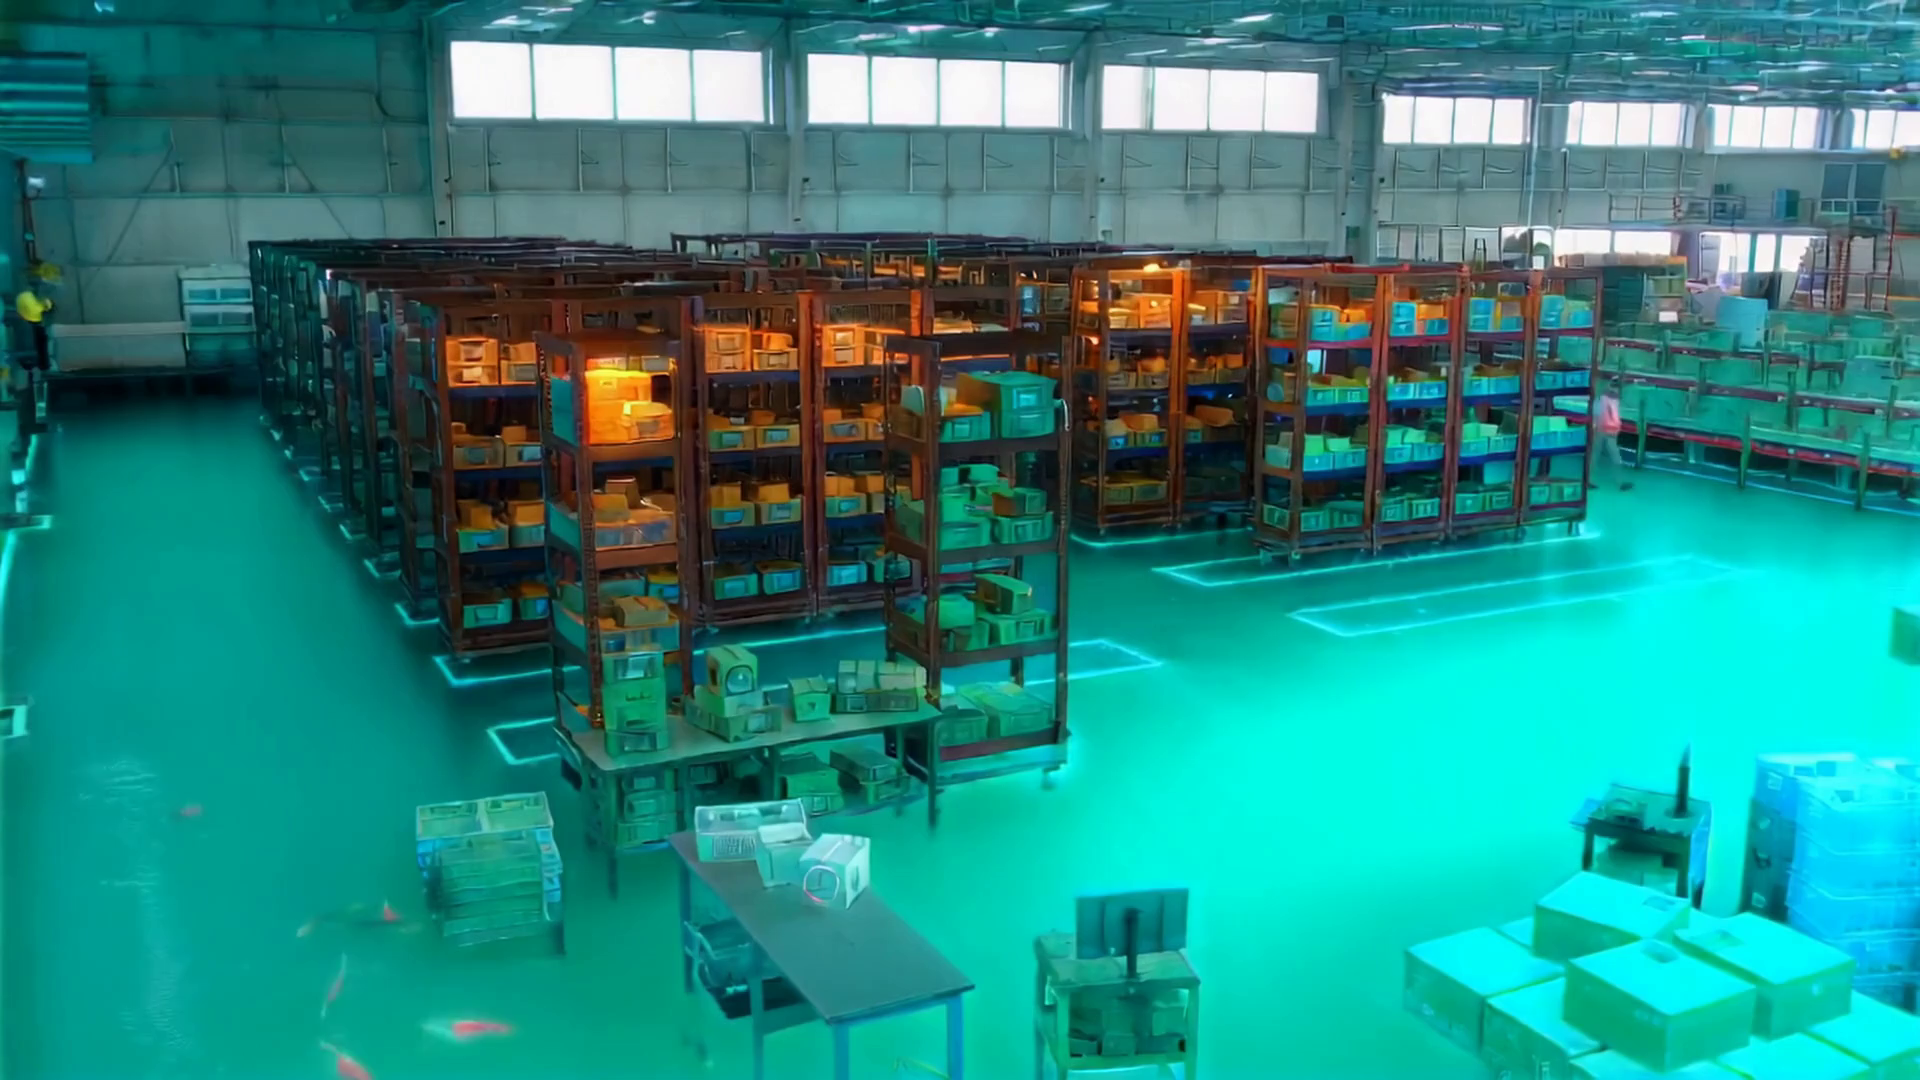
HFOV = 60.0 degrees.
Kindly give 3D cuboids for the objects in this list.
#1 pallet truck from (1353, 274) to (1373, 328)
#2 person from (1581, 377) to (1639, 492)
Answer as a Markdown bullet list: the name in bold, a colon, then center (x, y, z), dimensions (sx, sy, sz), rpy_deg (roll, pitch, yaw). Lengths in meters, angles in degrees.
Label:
- **pallet truck**: center (13.011, -8.050, 55.243), dimensions (0.823, 1.965, 1.885), rpy_deg (-7, 14, -28)
- **person**: center (10.055, -1.616, 25.626), dimensions (0.609, 1.785, 0.916), rpy_deg (-12, 17, -44)
